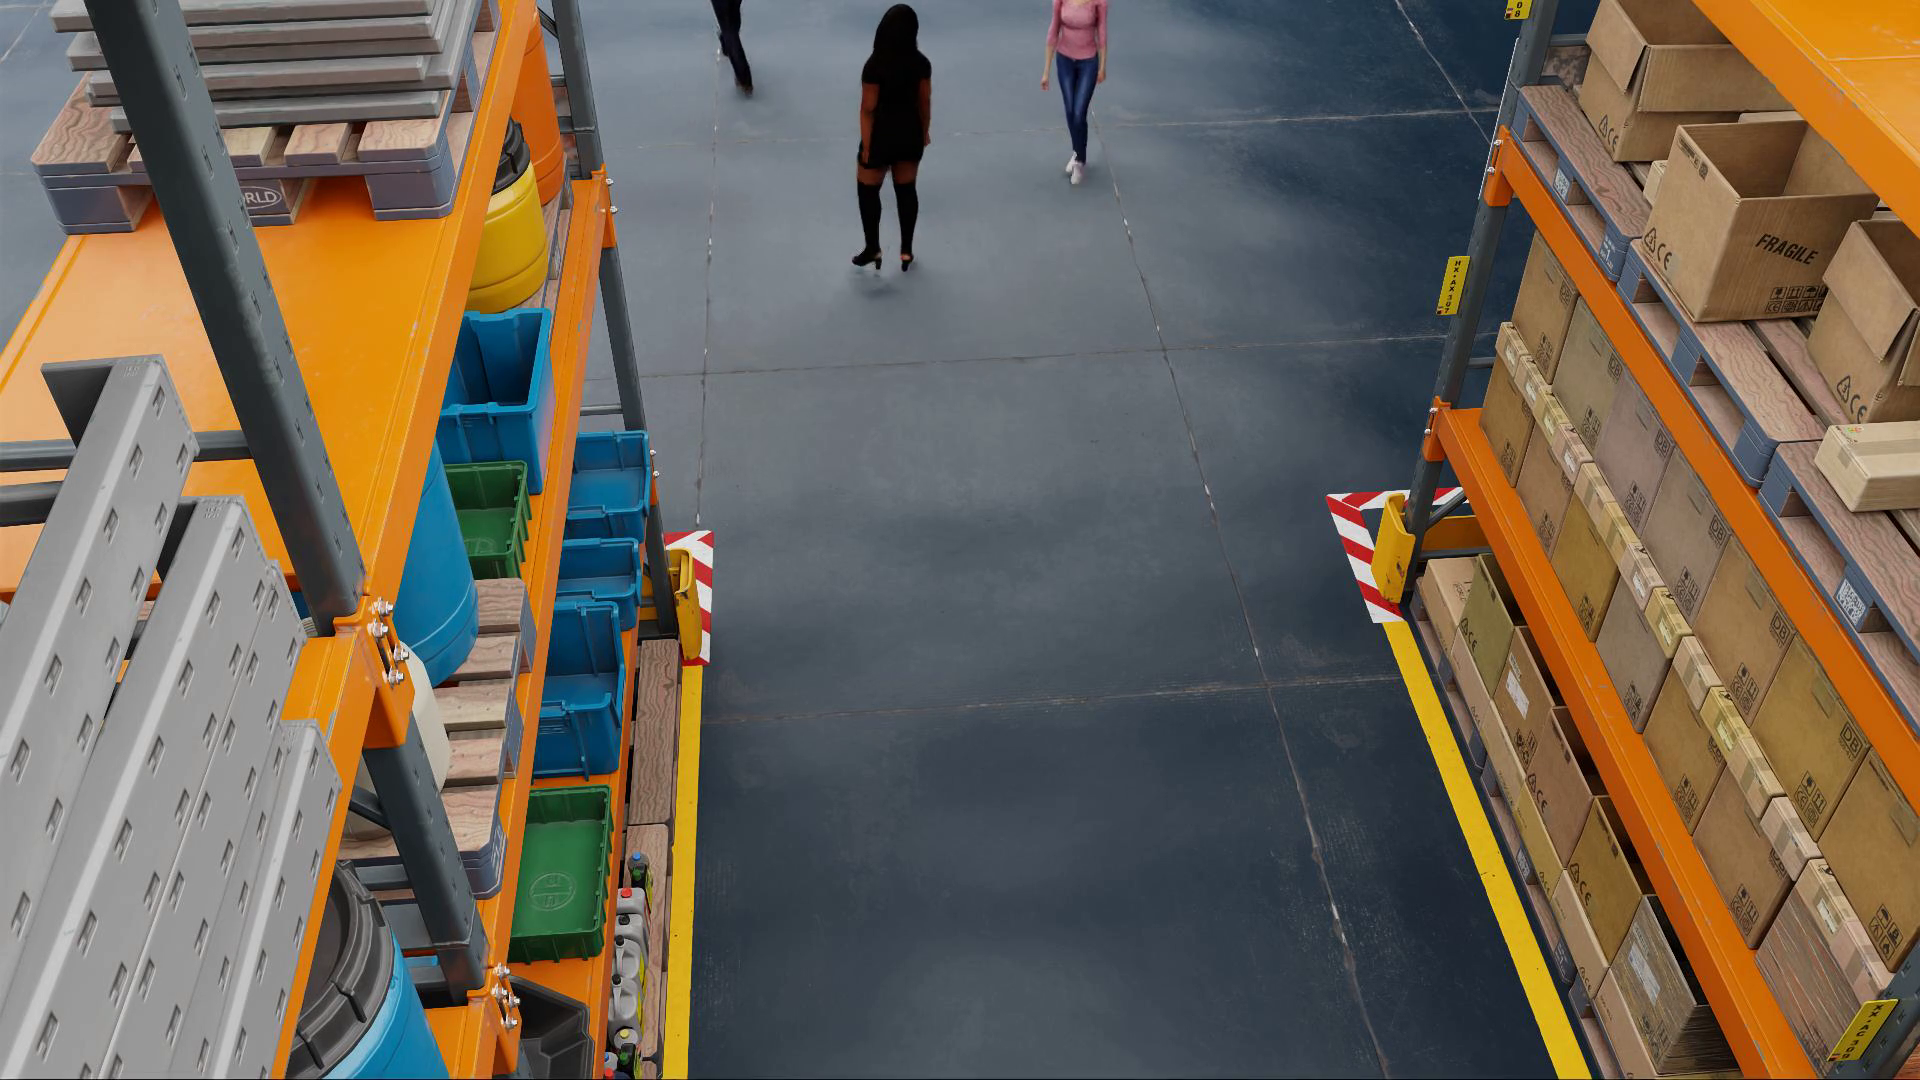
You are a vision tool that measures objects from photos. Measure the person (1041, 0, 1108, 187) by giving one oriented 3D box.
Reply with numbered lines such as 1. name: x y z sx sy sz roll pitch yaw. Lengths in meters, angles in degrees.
1. person: 0.878 -3.487 12.080 0.732 1.728 0.802 18 45 19

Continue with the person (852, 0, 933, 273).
1. person: -0.438 -2.597 11.033 0.835 1.816 0.767 -23 47 -23

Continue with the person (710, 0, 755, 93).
1. person: -1.822 -4.415 13.078 0.906 1.760 1.266 -15 44 -16
